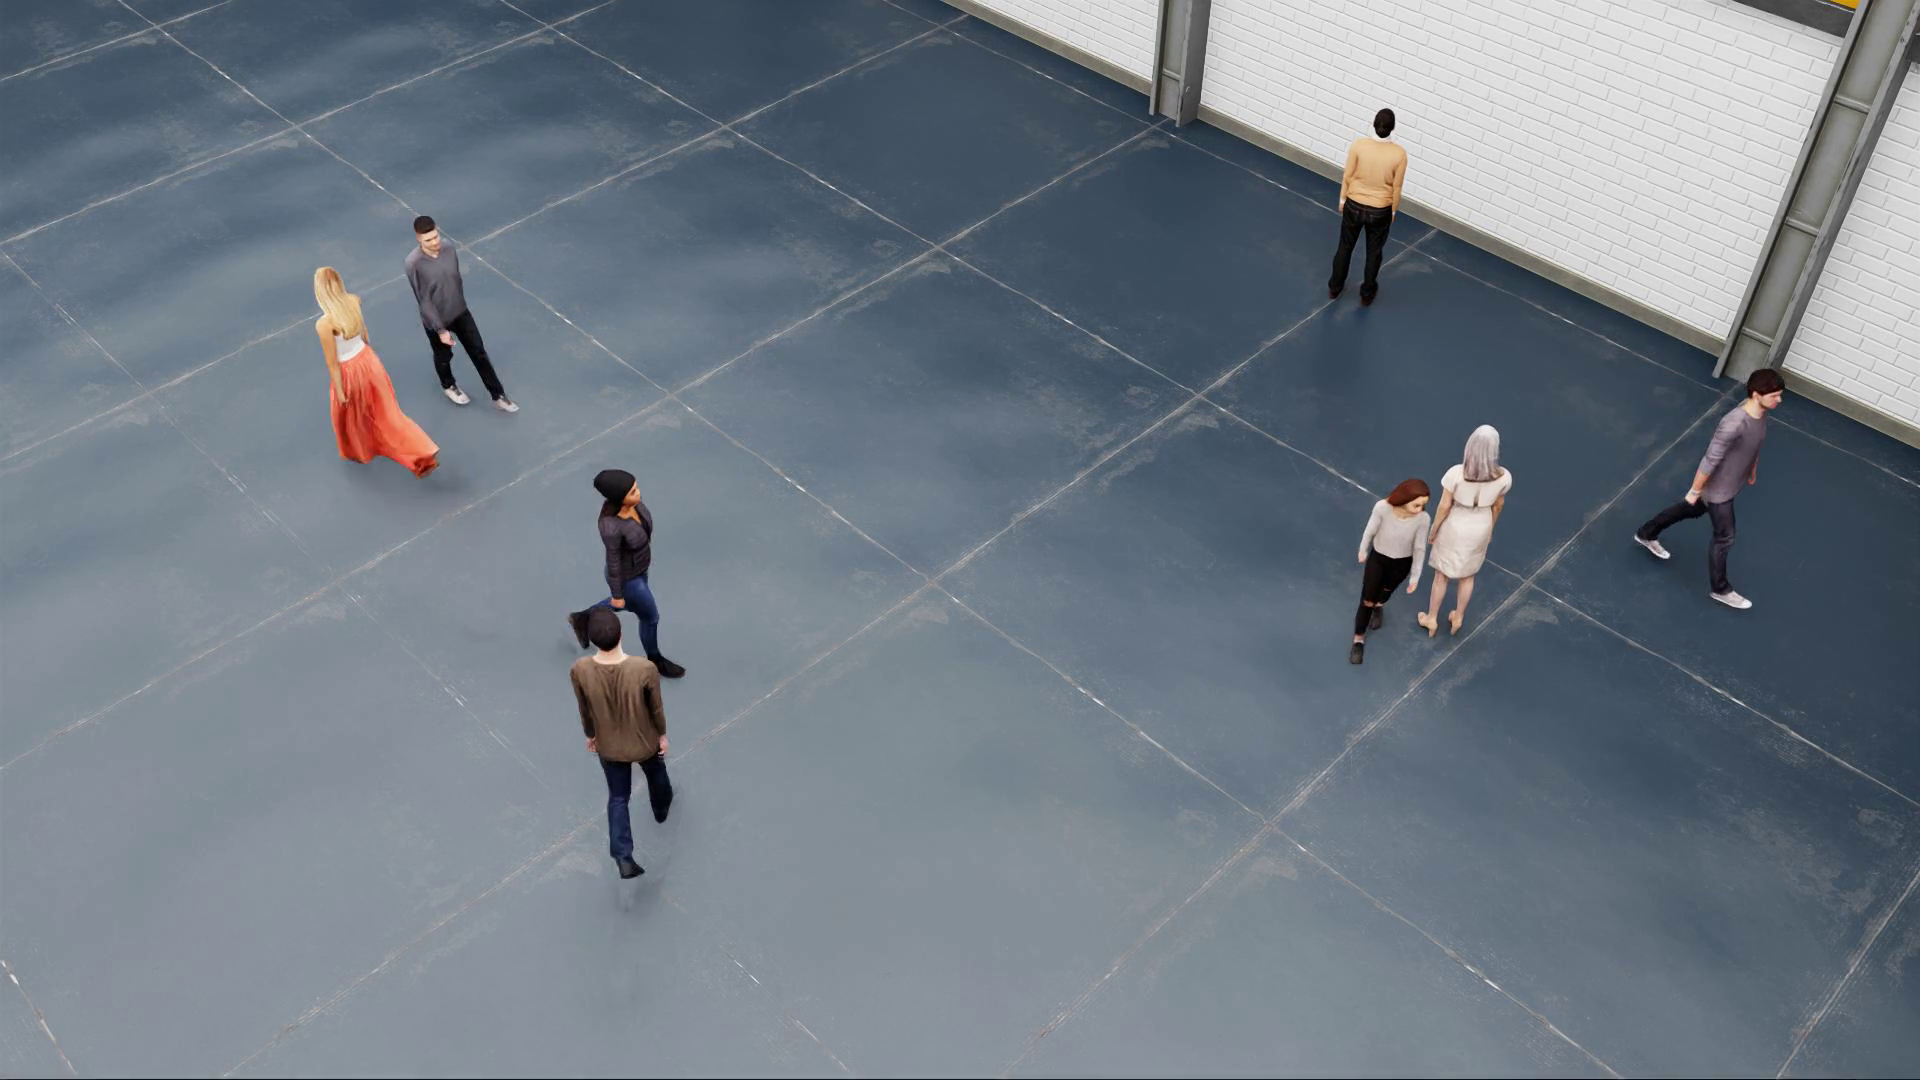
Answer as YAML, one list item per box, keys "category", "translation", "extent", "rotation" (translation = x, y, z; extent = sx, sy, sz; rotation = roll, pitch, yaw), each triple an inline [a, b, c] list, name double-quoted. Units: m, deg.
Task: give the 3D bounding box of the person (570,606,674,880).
- category: "person"
  translation: [-1.914, 1.206, 9.532]
  extent: [1.098, 1.858, 1.180]
  rotation: [-1, 44, -1]

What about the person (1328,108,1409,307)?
- category: "person"
  translation: [3.378, -2.752, 13.766]
  extent: [0.652, 1.750, 0.788]
  rotation: [15, 46, 15]

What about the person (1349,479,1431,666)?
- category: "person"
  translation: [2.859, 0.082, 11.013]
  extent: [0.922, 1.444, 0.892]
  rotation: [10, 45, 10]

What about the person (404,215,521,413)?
- category: "person"
  translation: [-3.997, -1.742, 12.716]
  extent: [1.001, 1.735, 0.658]
  rotation: [30, 51, 27]

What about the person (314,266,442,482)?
- category: "person"
  translation: [-4.278, -1.158, 12.081]
  extent: [1.272, 1.766, 0.929]
  rotation: [16, 46, 16]

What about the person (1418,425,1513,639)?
- category: "person"
  translation: [3.306, -0.031, 10.920]
  extent: [0.685, 1.736, 0.752]
  rotation: [2, 44, 2]

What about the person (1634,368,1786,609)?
- category: "person"
  translation: [5.098, -0.442, 11.300]
  extent: [1.135, 1.807, 0.696]
  rotation: [34, 53, 31]

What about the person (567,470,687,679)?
- category: "person"
  translation: [-2.219, 0.214, 10.677]
  extent: [1.159, 1.716, 0.979]
  rotation: [10, 45, 11]
